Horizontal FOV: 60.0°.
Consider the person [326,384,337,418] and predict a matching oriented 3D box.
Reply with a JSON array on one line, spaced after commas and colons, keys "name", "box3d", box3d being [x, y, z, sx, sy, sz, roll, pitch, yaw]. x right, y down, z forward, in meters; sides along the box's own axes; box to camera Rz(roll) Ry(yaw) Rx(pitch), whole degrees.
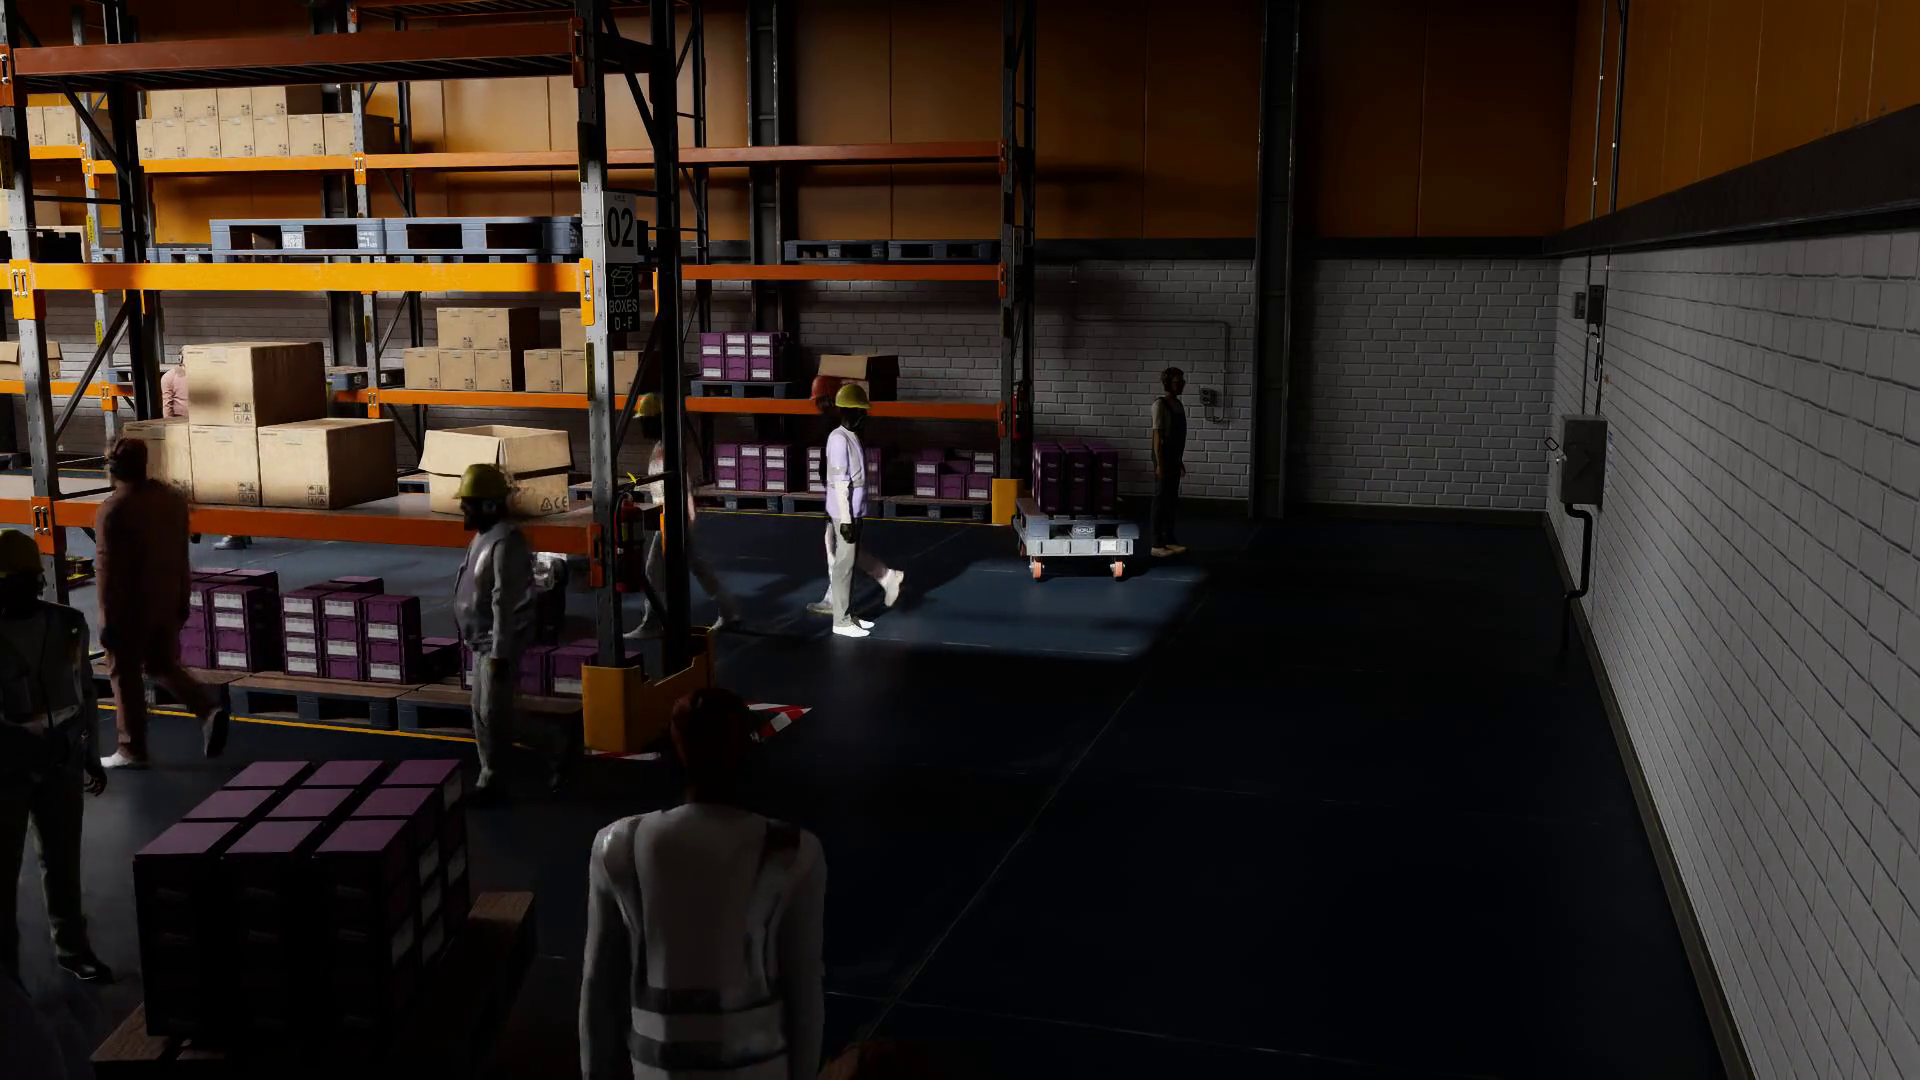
[{"name": "person", "box3d": [-7.116, -1.077, 18.262, 0.897, 1.814, 0.629, 7, 11, 35]}]

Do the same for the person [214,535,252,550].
[{"name": "person", "box3d": [-7.319, -0.877, 16.605, 0.399, 1.945, 0.615, -1, 9, -8]}]

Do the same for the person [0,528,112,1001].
[{"name": "person", "box3d": [-3.572, 0.859, 6.377, 0.404, 1.833, 0.590, 6, 11, 34]}]

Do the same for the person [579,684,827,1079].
[{"name": "person", "box3d": [-0.608, 1.277, 3.806, 0.585, 1.854, 0.717, 1, 9, 4]}]

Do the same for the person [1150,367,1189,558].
[{"name": "person", "box3d": [2.044, -0.757, 16.189, 0.346, 1.846, 0.506, 6, 11, 32]}]

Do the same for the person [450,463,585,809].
[{"name": "person", "box3d": [-2.334, 0.500, 8.608, 0.567, 1.817, 0.600, -5, 10, -27]}]

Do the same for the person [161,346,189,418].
[{"name": "person", "box3d": [-8.983, -1.326, 19.493, 0.406, 1.901, 0.639, 8, 12, 41]}]

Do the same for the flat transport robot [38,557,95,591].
[{"name": "flat transport robot", "box3d": [-8.444, 0.284, 14.625, 1.431, 0.197, 0.652, 1, 9, 4]}]

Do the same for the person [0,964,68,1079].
[{"name": "person", "box3d": [-1.747, 1.395, 3.028, 0.972, 1.866, 0.653, -9, 13, -44]}]

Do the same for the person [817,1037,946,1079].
[{"name": "person", "box3d": [-0.015, 1.585, 2.717, 0.887, 1.568, 0.552, 1, 9, 6]}]

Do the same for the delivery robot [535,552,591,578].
[{"name": "delivery robot", "box3d": [-3.487, 0.072, 14.773, 0.477, 0.478, 0.707, -8, 12, -39]}]

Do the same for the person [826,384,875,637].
[{"name": "person", "box3d": [-0.834, -0.230, 12.722, 0.367, 1.926, 0.594, 1, 9, 4]}]

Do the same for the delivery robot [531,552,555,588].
[{"name": "delivery robot", "box3d": [-3.385, 0.342, 13.116, 0.477, 0.478, 0.707, -2, 9, -11]}]

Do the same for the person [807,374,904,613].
[{"name": "person", "box3d": [-0.858, -0.354, 13.390, 0.749, 1.955, 0.647, 1, 9, 4]}]

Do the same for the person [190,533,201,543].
[{"name": "person", "box3d": [-5.988, -0.067, 12.617, 0.433, 1.623, 0.539, 4, 10, 22]}]

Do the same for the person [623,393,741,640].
[{"name": "person", "box3d": [-2.105, -0.180, 12.612, 0.895, 1.881, 0.614, -1, 9, -3]}]

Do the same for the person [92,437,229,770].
[{"name": "person", "box3d": [-4.496, 0.363, 9.220, 0.682, 1.887, 0.658, 2, 10, 13]}]
